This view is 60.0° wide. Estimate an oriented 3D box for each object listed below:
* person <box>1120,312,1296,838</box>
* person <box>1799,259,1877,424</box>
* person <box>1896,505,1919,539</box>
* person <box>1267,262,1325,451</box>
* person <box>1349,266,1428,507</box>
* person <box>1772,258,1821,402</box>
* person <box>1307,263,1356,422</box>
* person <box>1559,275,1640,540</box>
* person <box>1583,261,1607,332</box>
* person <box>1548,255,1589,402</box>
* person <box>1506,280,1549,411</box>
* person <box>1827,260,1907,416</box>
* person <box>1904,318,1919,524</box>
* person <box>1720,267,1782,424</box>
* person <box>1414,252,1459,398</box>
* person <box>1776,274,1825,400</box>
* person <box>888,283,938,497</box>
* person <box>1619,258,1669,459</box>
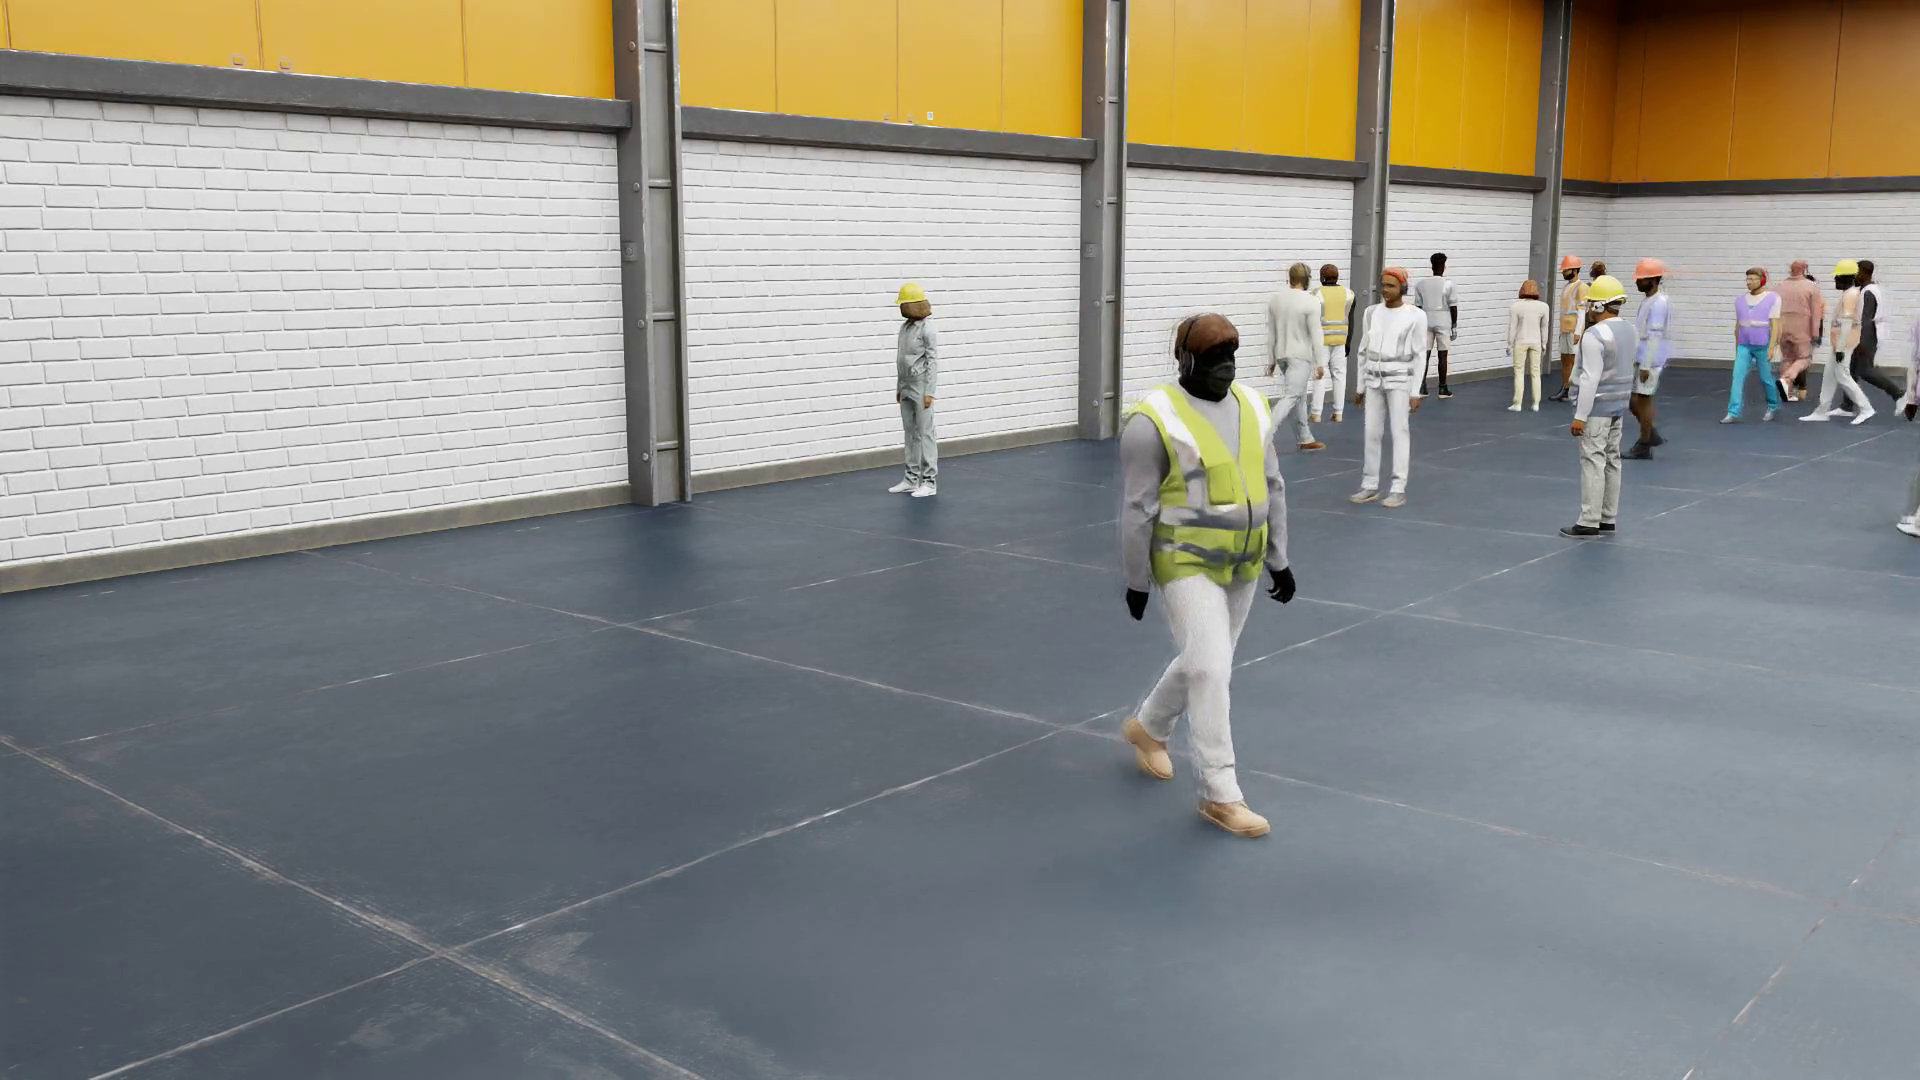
[{"bbox_3d":[0.854,0.079,6.010,0.624,1.809,0.887,-7,12,-34],"label":"person"},{"bbox_3d":[10.225,-2.283,19.210,0.690,1.927,0.619,5,11,26],"label":"person"},{"bbox_3d":[6.831,-0.758,11.335,0.531,1.603,0.771,-3,10,-18],"label":"person"},{"bbox_3d":[3.242,-1.770,16.284,0.991,1.902,0.644,-6,12,-32],"label":"person"},{"bbox_3d":[3.373,-1.205,13.090,0.348,1.883,0.577,-10,14,-44],"label":"person"},{"bbox_3d":[10.863,-2.722,21.693,0.634,1.887,0.645,-6,12,-31],"label":"person"},{"bbox_3d":[4.275,-2.289,19.379,0.626,1.846,0.429,-2,10,-13],"label":"person"},{"bbox_3d":[4.450,-0.917,11.594,0.590,1.833,0.404,-9,13,-41],"label":"person"},{"bbox_3d":[8.721,-2.899,22.845,0.508,1.846,0.345,1,10,8],"label":"person"},{"bbox_3d":[8.022,-2.774,21.909,0.378,1.929,0.537,-2,10,-9],"label":"person"},{"bbox_3d":[7.046,-2.412,20.671,0.507,1.631,0.266,0,10,-1],"label":"person"},{"bbox_3d":[10.923,-2.401,19.895,0.818,1.888,0.624,4,11,21],"label":"person"},{"bbox_3d":[7.227,-1.038,12.071,0.714,1.905,0.596,-1,10,-8],"label":"person"},{"bbox_3d":[9.231,-2.249,19.254,0.923,1.813,0.580,-7,12,-36],"label":"person"},{"bbox_3d":[6.458,-2.909,22.554,0.604,1.967,0.367,7,12,34],"label":"person"},{"bbox_3d":[11.287,-2.738,22.429,0.552,1.661,0.809,-1,10,-8],"label":"person"},{"bbox_3d":[-0.378,-1.222,13.604,0.312,1.738,0.483,-7,12,-34],"label":"person"},{"bbox_3d":[6.533,-1.717,15.875,0.388,1.926,0.580,2,10,11],"label":"person"}]
